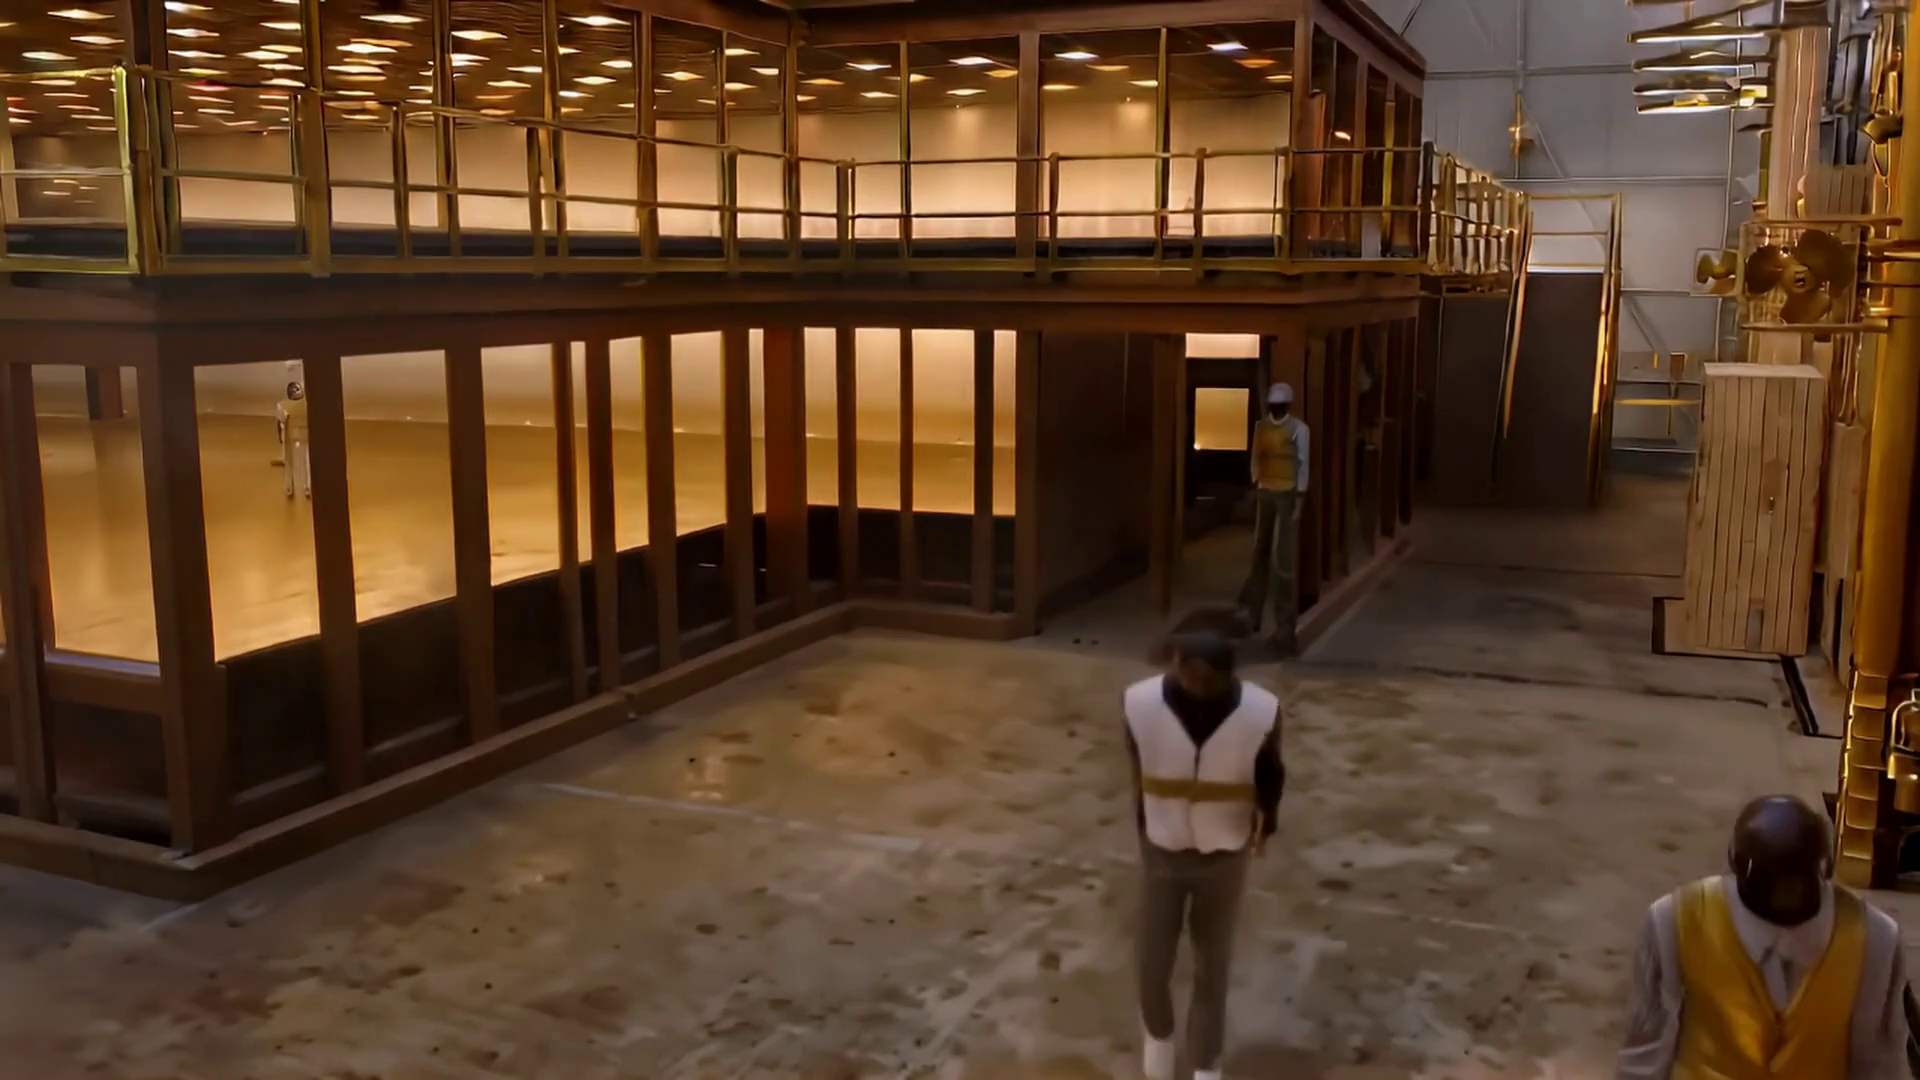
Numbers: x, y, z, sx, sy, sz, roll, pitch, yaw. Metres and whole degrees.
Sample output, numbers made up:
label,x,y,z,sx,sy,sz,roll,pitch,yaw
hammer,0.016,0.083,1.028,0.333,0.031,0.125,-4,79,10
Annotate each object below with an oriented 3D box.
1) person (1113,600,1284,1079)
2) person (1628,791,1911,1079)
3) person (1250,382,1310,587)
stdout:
label,x,y,z,sx,sy,sz,roll,pitch,yaw
person,0.864,1.136,6.064,0.611,1.900,0.441,1,9,7
person,2.000,1.485,4.170,0.637,1.819,0.714,2,9,14
person,3.088,-0.537,16.141,0.612,1.986,0.407,8,12,39
